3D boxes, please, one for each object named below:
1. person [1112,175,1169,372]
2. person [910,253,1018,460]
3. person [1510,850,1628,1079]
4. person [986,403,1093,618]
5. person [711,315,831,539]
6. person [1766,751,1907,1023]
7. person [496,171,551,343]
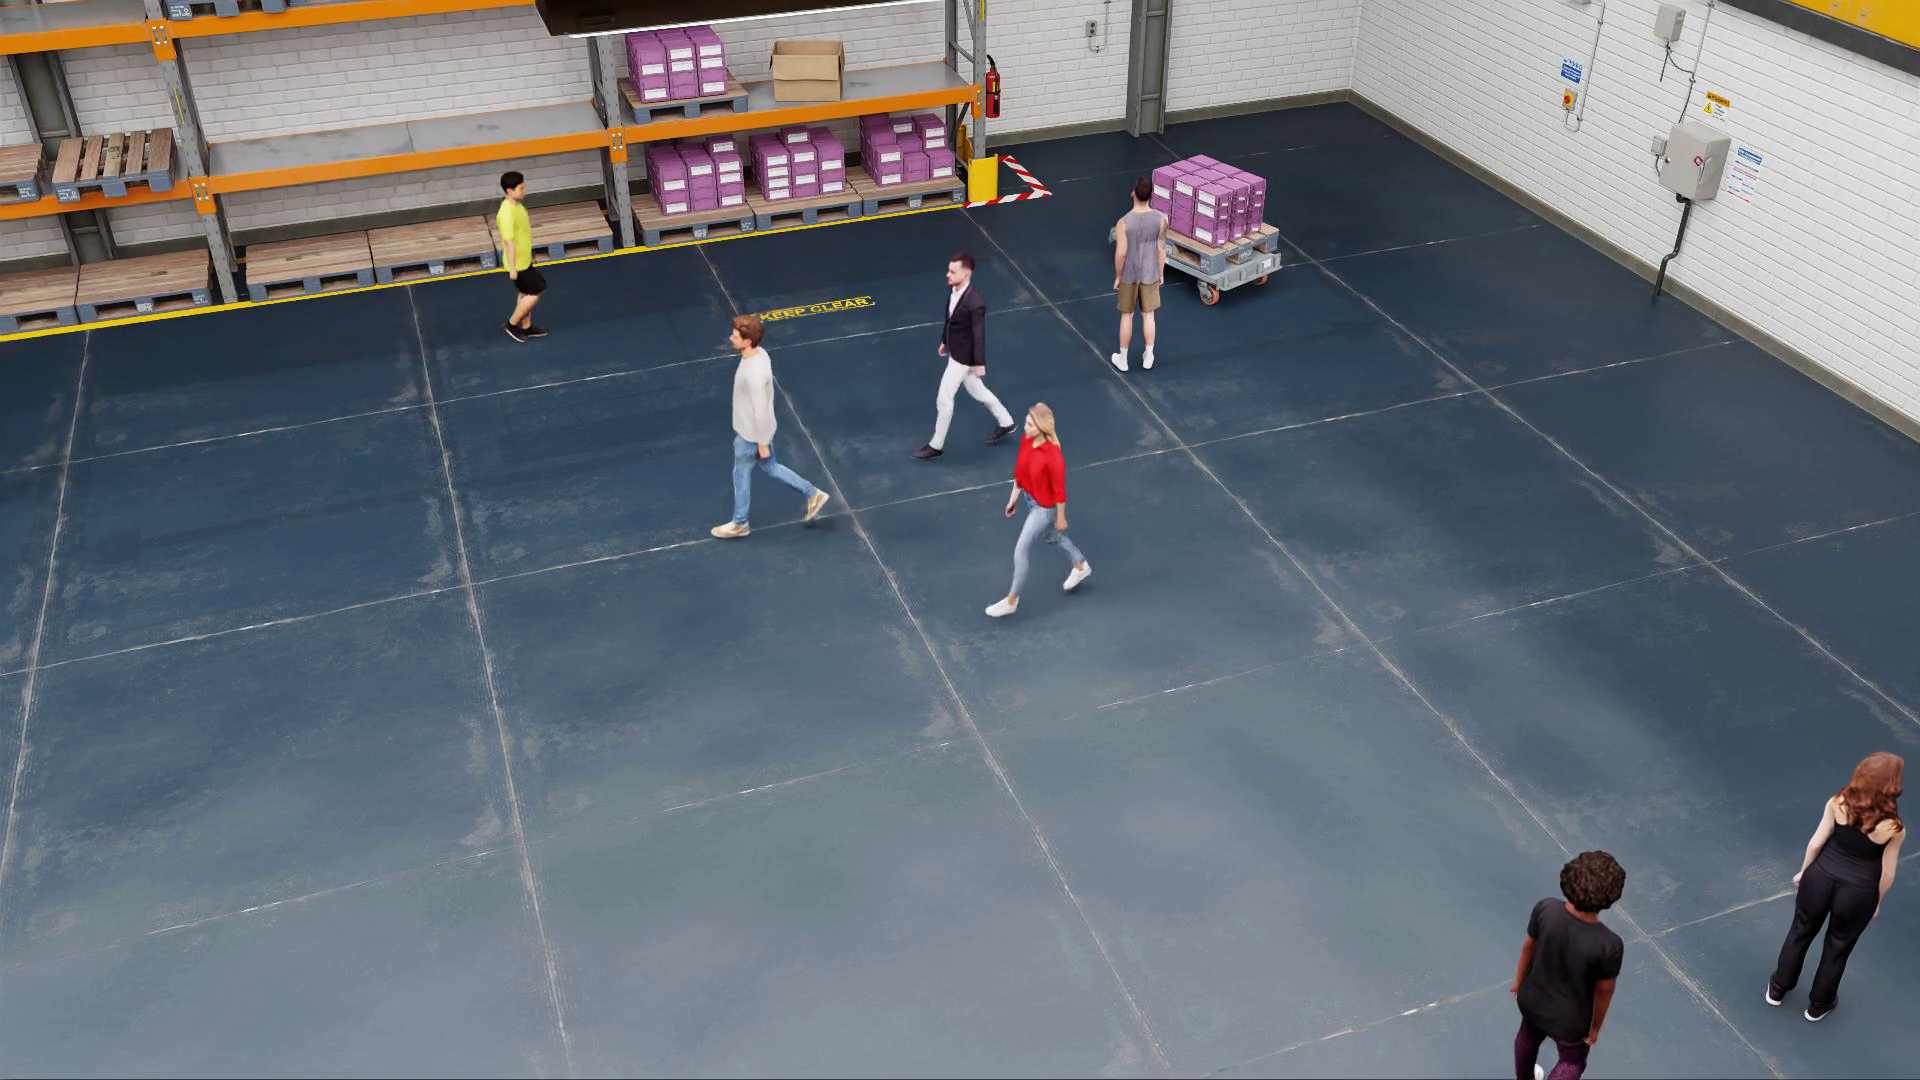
[{"bbox_3d":[1.613,-2.395,14.961,0.570,1.847,0.747,-5,34,-7],"label":"person"},{"bbox_3d":[0.126,-1.526,13.727,1.210,1.804,0.718,-9,35,-13],"label":"person"},{"bbox_3d":[2.881,2.253,8.076,0.869,1.766,1.020,26,41,33],"label":"person"},{"bbox_3d":[0.648,-0.248,11.930,1.172,1.665,0.721,-17,37,-23],"label":"person"},{"bbox_3d":[-1.466,-0.847,12.640,1.247,1.877,0.900,-2,34,-4],"label":"person"},{"bbox_3d":[4.618,1.826,8.740,0.664,1.743,0.671,26,41,33],"label":"person"},{"bbox_3d":[-4.183,-2.610,15.456,0.751,1.695,0.700,-7,34,-10],"label":"person"}]
